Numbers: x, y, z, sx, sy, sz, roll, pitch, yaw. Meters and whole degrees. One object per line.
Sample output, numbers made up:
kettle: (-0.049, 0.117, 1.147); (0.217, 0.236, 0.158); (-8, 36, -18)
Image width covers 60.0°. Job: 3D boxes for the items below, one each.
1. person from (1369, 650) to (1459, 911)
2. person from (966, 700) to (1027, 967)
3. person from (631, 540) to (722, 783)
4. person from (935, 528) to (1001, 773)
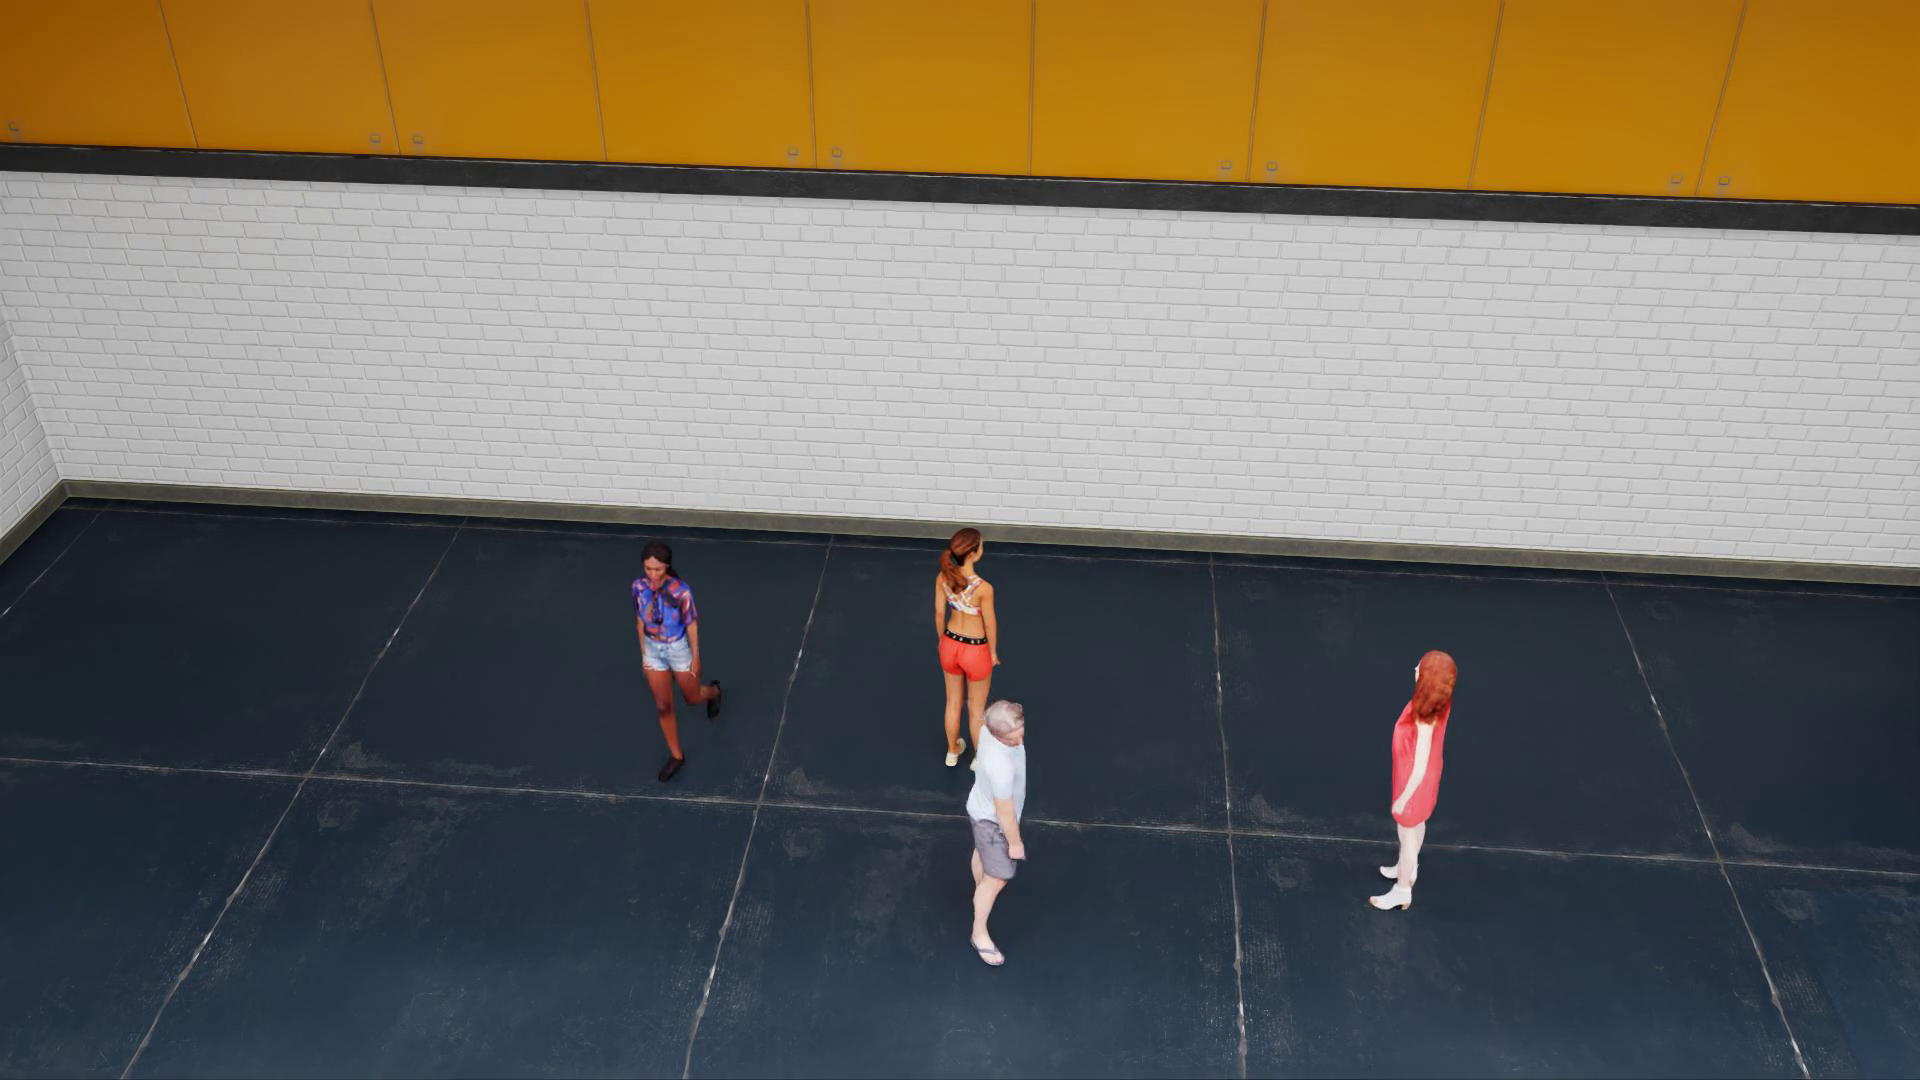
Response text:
person: (2.617, 1.374, 9.510); (0.721, 1.827, 0.574); (16, 37, 22)
person: (0.168, 1.502, 9.344); (0.910, 1.798, 0.532); (-9, 35, -13)
person: (-1.810, 0.691, 10.635); (0.713, 1.721, 1.047); (9, 35, 13)
person: (0.035, 0.713, 10.539); (0.653, 1.790, 0.660); (17, 37, 24)
